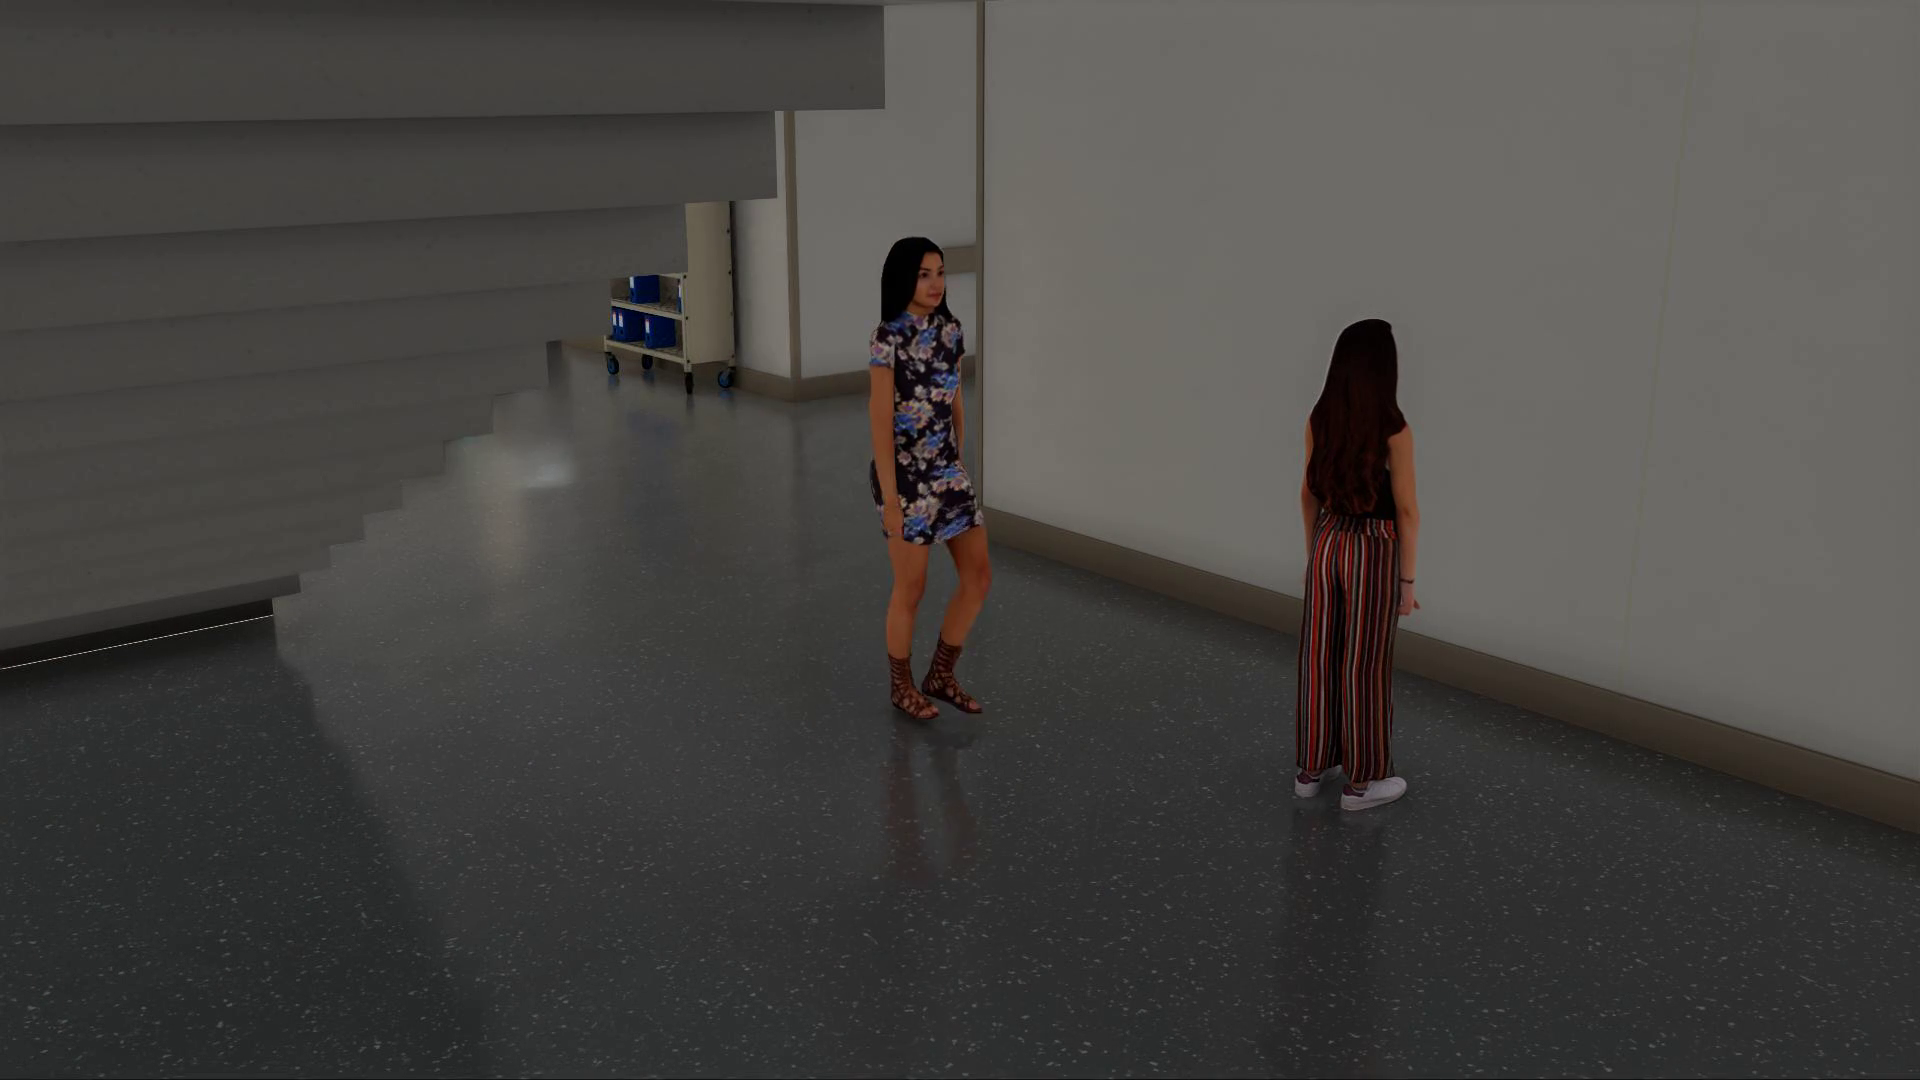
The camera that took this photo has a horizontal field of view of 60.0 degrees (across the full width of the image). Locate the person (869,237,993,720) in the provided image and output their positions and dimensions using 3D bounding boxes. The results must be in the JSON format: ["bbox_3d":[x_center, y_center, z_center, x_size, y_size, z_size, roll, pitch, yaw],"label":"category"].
[{"bbox_3d":[-0.189,-0.201,5.911,0.621,1.722,0.611,-14,21,-41],"label":"person"}]

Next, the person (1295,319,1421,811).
[{"bbox_3d":[1.238,0.073,5.231,0.482,1.562,0.625,15,21,42],"label":"person"}]
